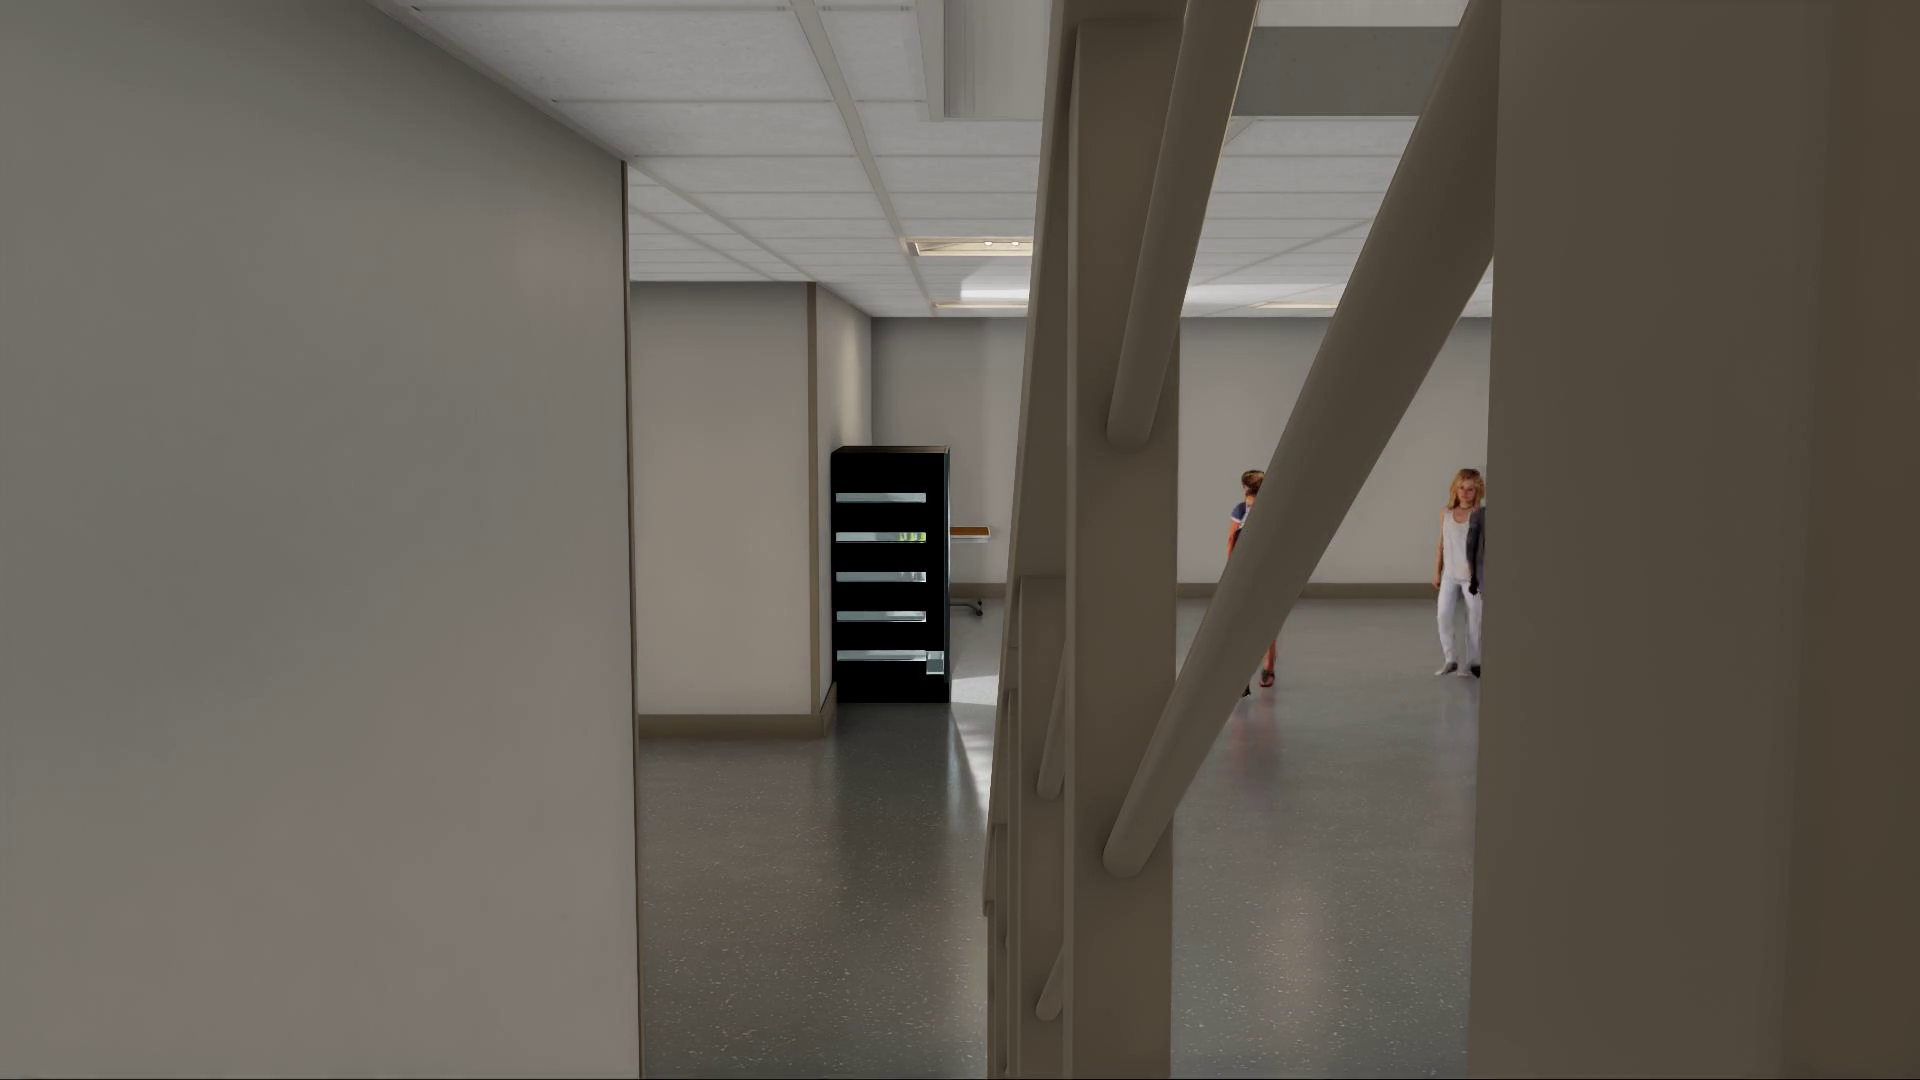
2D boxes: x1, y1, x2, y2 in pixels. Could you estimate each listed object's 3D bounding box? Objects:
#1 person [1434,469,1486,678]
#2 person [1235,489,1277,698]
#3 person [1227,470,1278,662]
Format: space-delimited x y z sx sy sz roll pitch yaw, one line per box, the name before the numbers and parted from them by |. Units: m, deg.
person | 4.020 0.267 13.120 0.785 1.647 0.839 5 8 41
person | 2.260 0.397 12.452 0.802 1.523 1.116 2 6 23
person | 2.379 0.247 13.503 0.654 1.612 0.681 -1 6 -8
